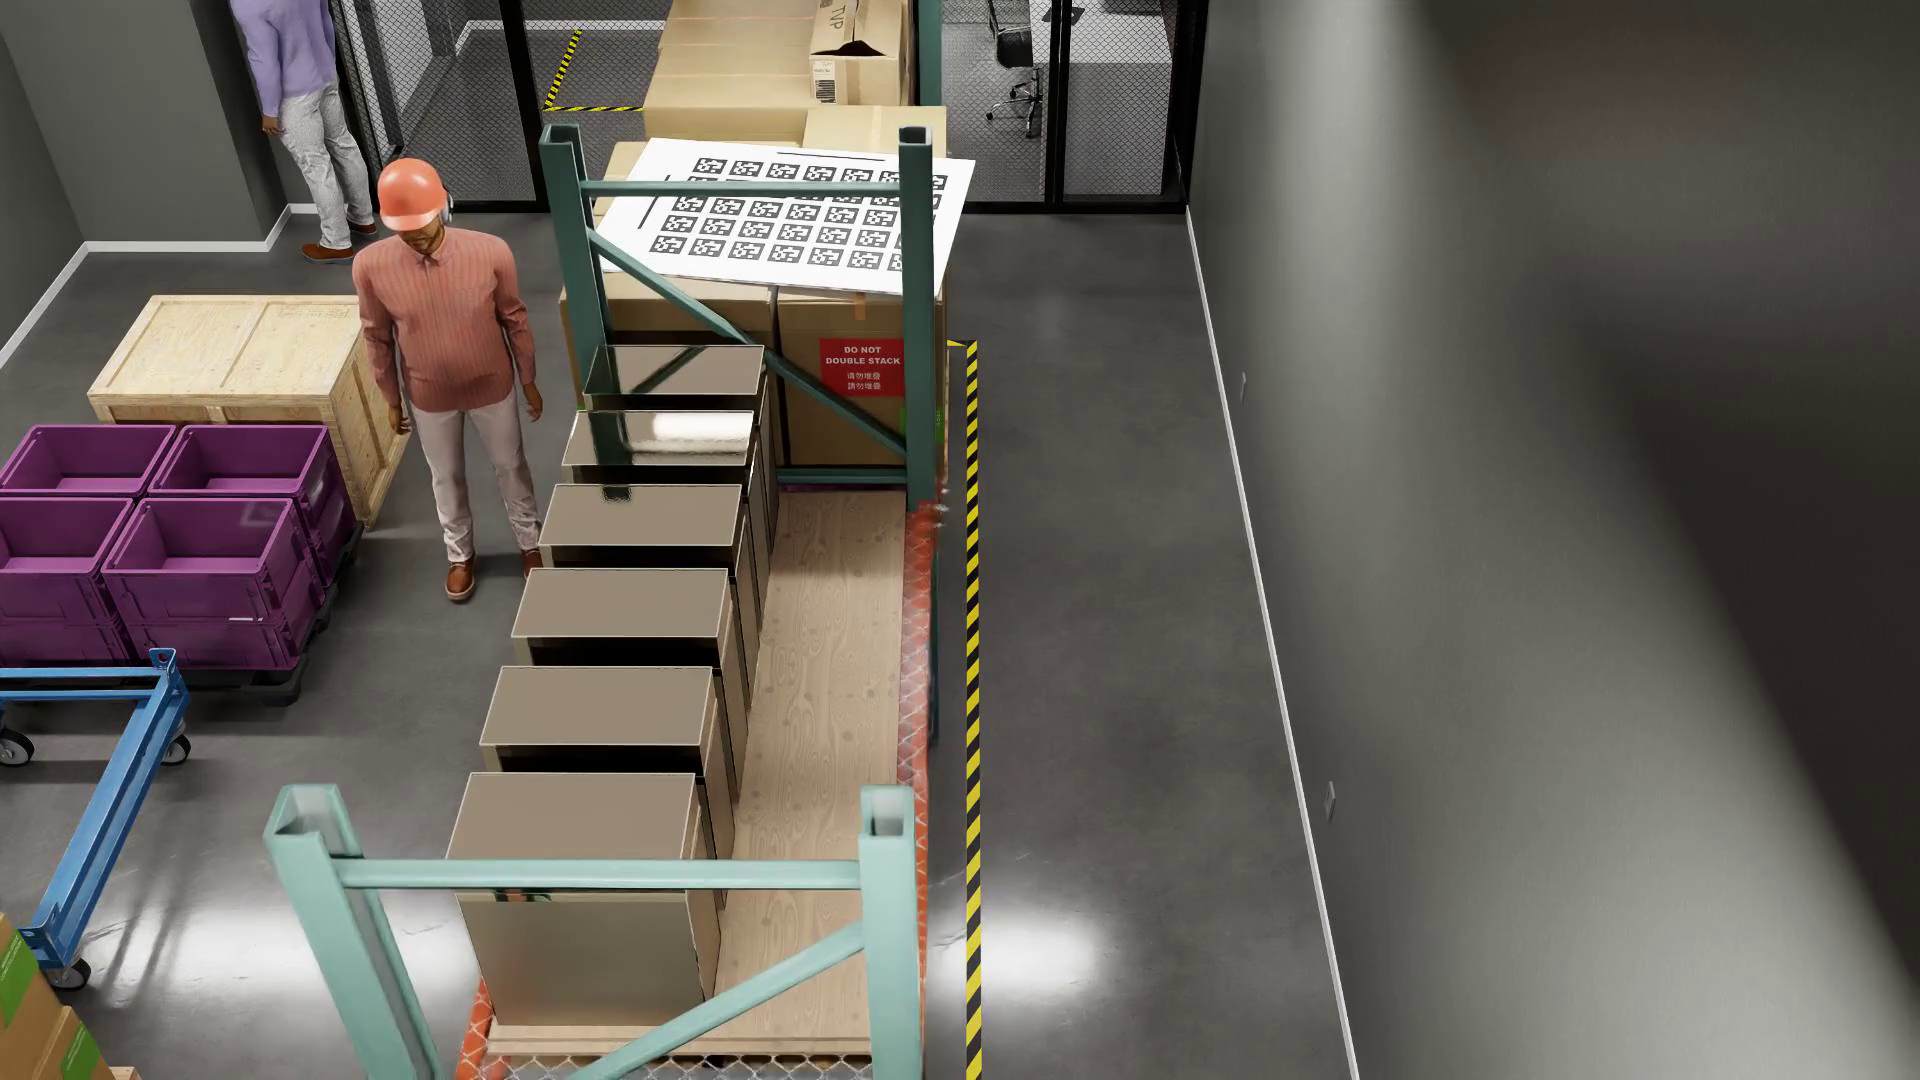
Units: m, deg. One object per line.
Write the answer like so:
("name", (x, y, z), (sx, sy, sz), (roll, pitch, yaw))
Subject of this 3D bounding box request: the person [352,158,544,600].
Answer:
("person", (-1.962, -0.599, 6.529), (0.619, 1.992, 0.396), (-9, 42, -10))

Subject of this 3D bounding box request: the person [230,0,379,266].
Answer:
("person", (-3.397, -2.339, 8.560), (0.372, 1.940, 0.630), (11, 42, 12))
